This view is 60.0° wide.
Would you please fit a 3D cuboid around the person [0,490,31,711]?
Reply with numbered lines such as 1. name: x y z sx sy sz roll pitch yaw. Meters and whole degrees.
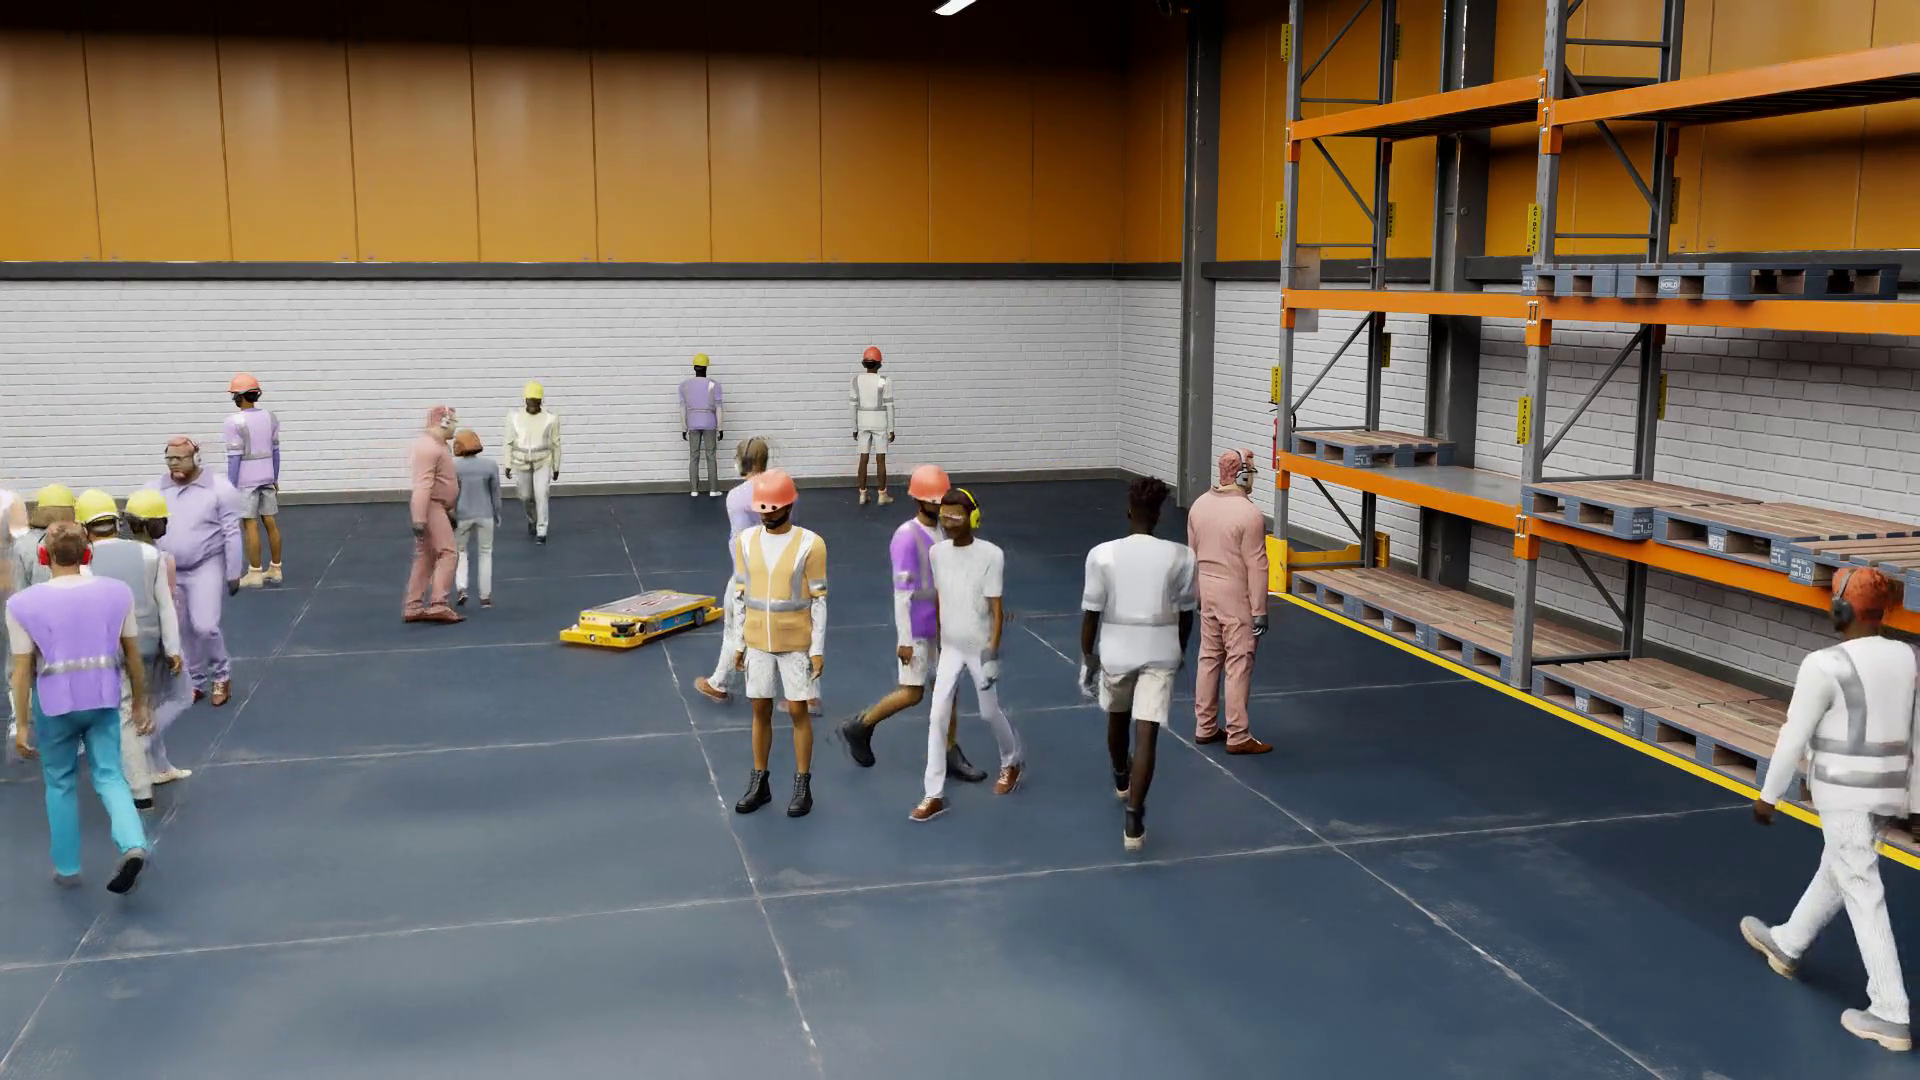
1. person: -6.439 0.304 10.993 0.602 1.851 1.024 -4 10 -22

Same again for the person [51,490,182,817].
1. person: -4.759 0.610 9.305 0.910 1.780 0.604 8 12 41

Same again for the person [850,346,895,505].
1. person: -1.119 -1.470 21.474 0.608 2.048 0.368 3 10 18

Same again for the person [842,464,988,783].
1. person: -0.281 0.486 9.755 0.827 1.905 0.561 4 10 26

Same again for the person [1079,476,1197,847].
1. person: 0.972 0.601 8.965 0.602 1.898 1.059 2 9 12

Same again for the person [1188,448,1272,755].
1. person: 1.709 0.378 10.383 0.407 1.906 0.655 -6 11 -31

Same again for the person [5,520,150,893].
1. person: -4.174 0.818 7.939 0.601 1.815 0.733 -9 13 -43

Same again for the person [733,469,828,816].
1. person: -1.003 0.564 9.153 0.543 1.928 0.373 2 9 14

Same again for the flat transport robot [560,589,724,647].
1. flat transport robot: -2.620 0.637 13.854 0.652 0.197 1.431 4 10 25

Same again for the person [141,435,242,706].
1. person: -5.285 0.226 11.400 0.652 1.891 0.460 0 9 1

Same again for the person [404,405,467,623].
1. person: -4.508 -0.214 14.218 0.603 1.859 0.672 -3 10 -18

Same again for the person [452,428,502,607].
1. person: -4.328 -0.188 14.806 0.526 1.626 0.338 -3 10 -19

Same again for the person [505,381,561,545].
1. person: -4.737 -0.873 18.508 0.598 1.806 0.769 -1 9 -5

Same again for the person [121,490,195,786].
1. person: -4.679 0.589 9.541 0.539 1.753 0.487 5 10 27

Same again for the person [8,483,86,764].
1. person: -5.516 0.525 10.078 0.496 1.717 0.630 0 9 1

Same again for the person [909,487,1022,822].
1. person: 0.067 0.597 9.288 0.509 1.830 0.920 5 10 29

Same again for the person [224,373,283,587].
1. person: -6.754 -0.568 15.855 0.377 2.045 0.605 4 10 24

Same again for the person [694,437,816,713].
1. person: -1.385 0.236 11.341 1.047 1.884 0.646 6 11 34

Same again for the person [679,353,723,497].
1. person: -3.440 -1.523 22.182 0.585 1.928 0.365 0 9 2

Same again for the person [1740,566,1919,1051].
1. person: 3.523 1.006 6.674 0.589 1.826 0.986 -3 10 -19
